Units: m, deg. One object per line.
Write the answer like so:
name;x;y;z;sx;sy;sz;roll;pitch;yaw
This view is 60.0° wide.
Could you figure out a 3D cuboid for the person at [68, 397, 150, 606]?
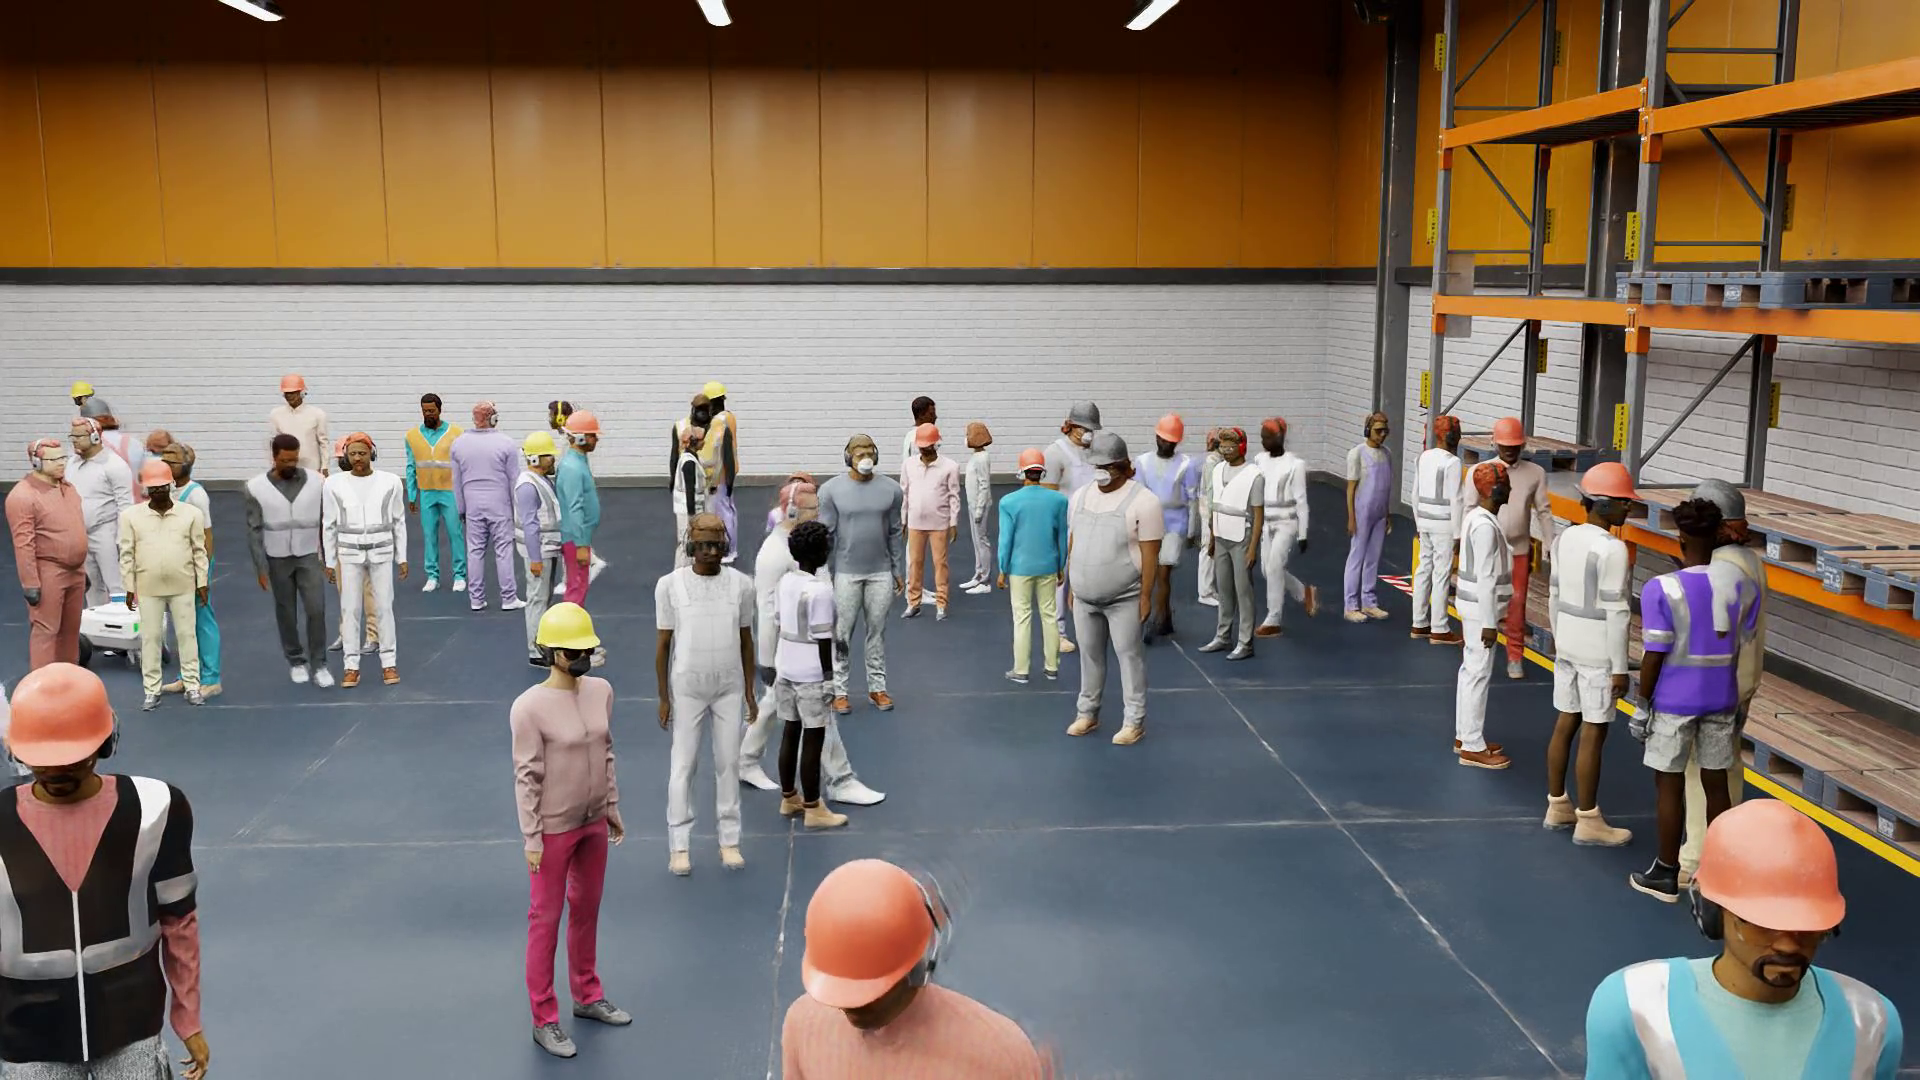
person;-7.361;-0.282;14.429;1.021;2.000;0.709;4;10;23

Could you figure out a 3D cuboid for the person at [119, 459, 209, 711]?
person;-5.551;0.308;11.625;0.563;1.751;0.330;-4;10;-25

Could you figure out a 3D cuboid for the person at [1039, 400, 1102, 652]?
person;0.989;-0.126;13.449;0.674;2.000;0.535;-8;12;-40

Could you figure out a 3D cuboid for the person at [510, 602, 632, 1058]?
person;-1.523;1.113;6.533;0.308;1.769;0.525;5;10;29

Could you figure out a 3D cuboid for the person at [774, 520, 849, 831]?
person;-0.837;0.733;9.130;0.321;1.696;0.537;-6;11;-32

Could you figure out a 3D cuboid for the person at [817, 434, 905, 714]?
person;-0.681;0.231;11.521;0.637;1.939;0.357;-3;10;-21

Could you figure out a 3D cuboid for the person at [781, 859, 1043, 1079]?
person;-0.051;1.539;3.438;0.687;1.906;1.064;6;11;35

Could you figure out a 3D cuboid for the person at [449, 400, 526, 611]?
person;-4.230;-0.302;14.977;0.643;1.909;0.410;1;9;5

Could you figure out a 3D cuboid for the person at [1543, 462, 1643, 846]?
person;3.383;0.600;8.887;0.386;2.042;0.605;-2;9;-11

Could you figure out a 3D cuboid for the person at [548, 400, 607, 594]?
person;-3.695;-0.398;15.759;0.473;1.858;0.514;-2;9;-9

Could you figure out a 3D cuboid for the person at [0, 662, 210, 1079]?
person;-2.330;1.314;4.433;0.605;2.033;0.392;-5;11;-30

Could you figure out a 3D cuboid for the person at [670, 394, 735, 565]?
person;-2.661;-0.597;17.167;0.667;1.795;0.915;-1;9;-6

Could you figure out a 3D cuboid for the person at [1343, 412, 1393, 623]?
person;3.582;-0.202;14.545;0.514;1.842;0.327;-6;11;-34

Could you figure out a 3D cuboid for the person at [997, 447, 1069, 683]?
person;0.529;0.184;12.401;0.564;1.751;0.342;-3;10;-20

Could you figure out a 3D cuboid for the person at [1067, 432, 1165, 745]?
person;0.949;0.298;10.786;0.685;2.000;0.535;7;12;39

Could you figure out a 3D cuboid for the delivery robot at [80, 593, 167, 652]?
delivery robot;-6.512;0.657;12.888;0.707;0.478;0.477;4;10;21

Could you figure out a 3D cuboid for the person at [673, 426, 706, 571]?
person;-2.526;-0.256;15.580;0.325;1.628;0.526;-1;9;-5

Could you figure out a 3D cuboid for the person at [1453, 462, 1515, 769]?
person;3.247;0.456;10.285;0.351;1.883;0.582;2;9;12

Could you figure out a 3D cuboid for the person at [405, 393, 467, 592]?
person;-4.996;-0.454;15.939;0.592;1.913;0.394;0;9;-2

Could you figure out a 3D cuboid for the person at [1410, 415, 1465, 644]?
person;3.949;-0.088;13.704;0.337;1.882;0.585;-3;10;-19

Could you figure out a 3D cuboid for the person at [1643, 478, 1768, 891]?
person;3.662;0.703;8.241;0.535;2.000;0.676;8;12;40

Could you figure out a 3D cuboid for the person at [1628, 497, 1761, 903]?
person;3.534;0.772;8.046;0.609;1.963;0.367;-2;9;-10

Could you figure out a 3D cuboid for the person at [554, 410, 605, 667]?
person;-2.938;-0.012;12.919;0.410;1.987;0.617;-2;9;-11

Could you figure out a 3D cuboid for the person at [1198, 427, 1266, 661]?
person;2.179;0.022;13.148;0.386;1.839;0.568;-6;11;-31

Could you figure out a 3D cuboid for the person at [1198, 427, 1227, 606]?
person;2.345;-0.221;15.296;0.310;1.640;0.523;3;9;16

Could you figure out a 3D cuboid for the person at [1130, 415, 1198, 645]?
person;1.600;-0.081;13.634;0.597;1.880;0.945;5;10;28

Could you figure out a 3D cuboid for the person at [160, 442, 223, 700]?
person;-5.521;0.220;11.886;0.507;1.847;0.351;7;11;38

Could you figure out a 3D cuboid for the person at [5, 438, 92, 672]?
person;-6.273;0.241;11.563;0.409;1.907;0.651;1;9;5

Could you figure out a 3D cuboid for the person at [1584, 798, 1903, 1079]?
person;1.514;1.494;3.268;0.605;2.045;0.382;0;9;2

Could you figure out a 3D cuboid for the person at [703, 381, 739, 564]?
person;-2.522;-0.705;17.461;0.379;1.921;0.586;1;9;6

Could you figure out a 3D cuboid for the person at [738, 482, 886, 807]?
person;-0.925;0.585;9.567;0.993;1.865;0.647;2;9;12

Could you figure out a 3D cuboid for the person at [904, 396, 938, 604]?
person;-0.379;-0.372;15.378;0.375;1.917;0.599;0;9;-3

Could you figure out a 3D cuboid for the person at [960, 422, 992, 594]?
person;0.163;-0.307;15.864;0.280;1.633;0.500;-2;9;-10

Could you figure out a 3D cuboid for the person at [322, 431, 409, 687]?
person;-4.378;0.142;12.259;0.587;1.882;0.341;-3;10;-20

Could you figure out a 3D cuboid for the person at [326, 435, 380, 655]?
person;-4.865;0.038;13.306;0.559;1.755;0.318;3;10;21

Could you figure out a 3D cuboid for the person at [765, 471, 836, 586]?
person;-1.134;0.320;11.903;0.520;1.640;0.306;-1;9;-5

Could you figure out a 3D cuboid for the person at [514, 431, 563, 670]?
person;-3.218;0.074;12.843;0.404;1.832;0.600;-1;9;-3

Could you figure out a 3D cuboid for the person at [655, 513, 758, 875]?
person;-1.283;0.780;8.439;0.528;1.842;0.343;-3;10;-19

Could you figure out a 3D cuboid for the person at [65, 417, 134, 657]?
person;-6.875;-0.024;13.234;0.651;1.906;0.402;4;10;23

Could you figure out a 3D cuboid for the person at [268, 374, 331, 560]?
person;-6.992;-0.764;17.596;0.623;1.992;0.397;-1;9;-4

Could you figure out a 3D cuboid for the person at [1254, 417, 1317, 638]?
person;2.746;-0.118;13.977;0.734;1.859;0.609;-5;10;-30

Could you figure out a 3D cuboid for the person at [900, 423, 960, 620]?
person;-0.282;-0.161;14.600;0.563;1.742;0.339;2;9;15

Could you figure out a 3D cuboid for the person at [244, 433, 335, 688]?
person;-4.851;0.157;12.137;0.605;1.880;0.785;-5;11;-31

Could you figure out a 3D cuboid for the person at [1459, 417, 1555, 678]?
person;4.091;0.061;12.460;0.674;1.981;0.418;0;9;1
